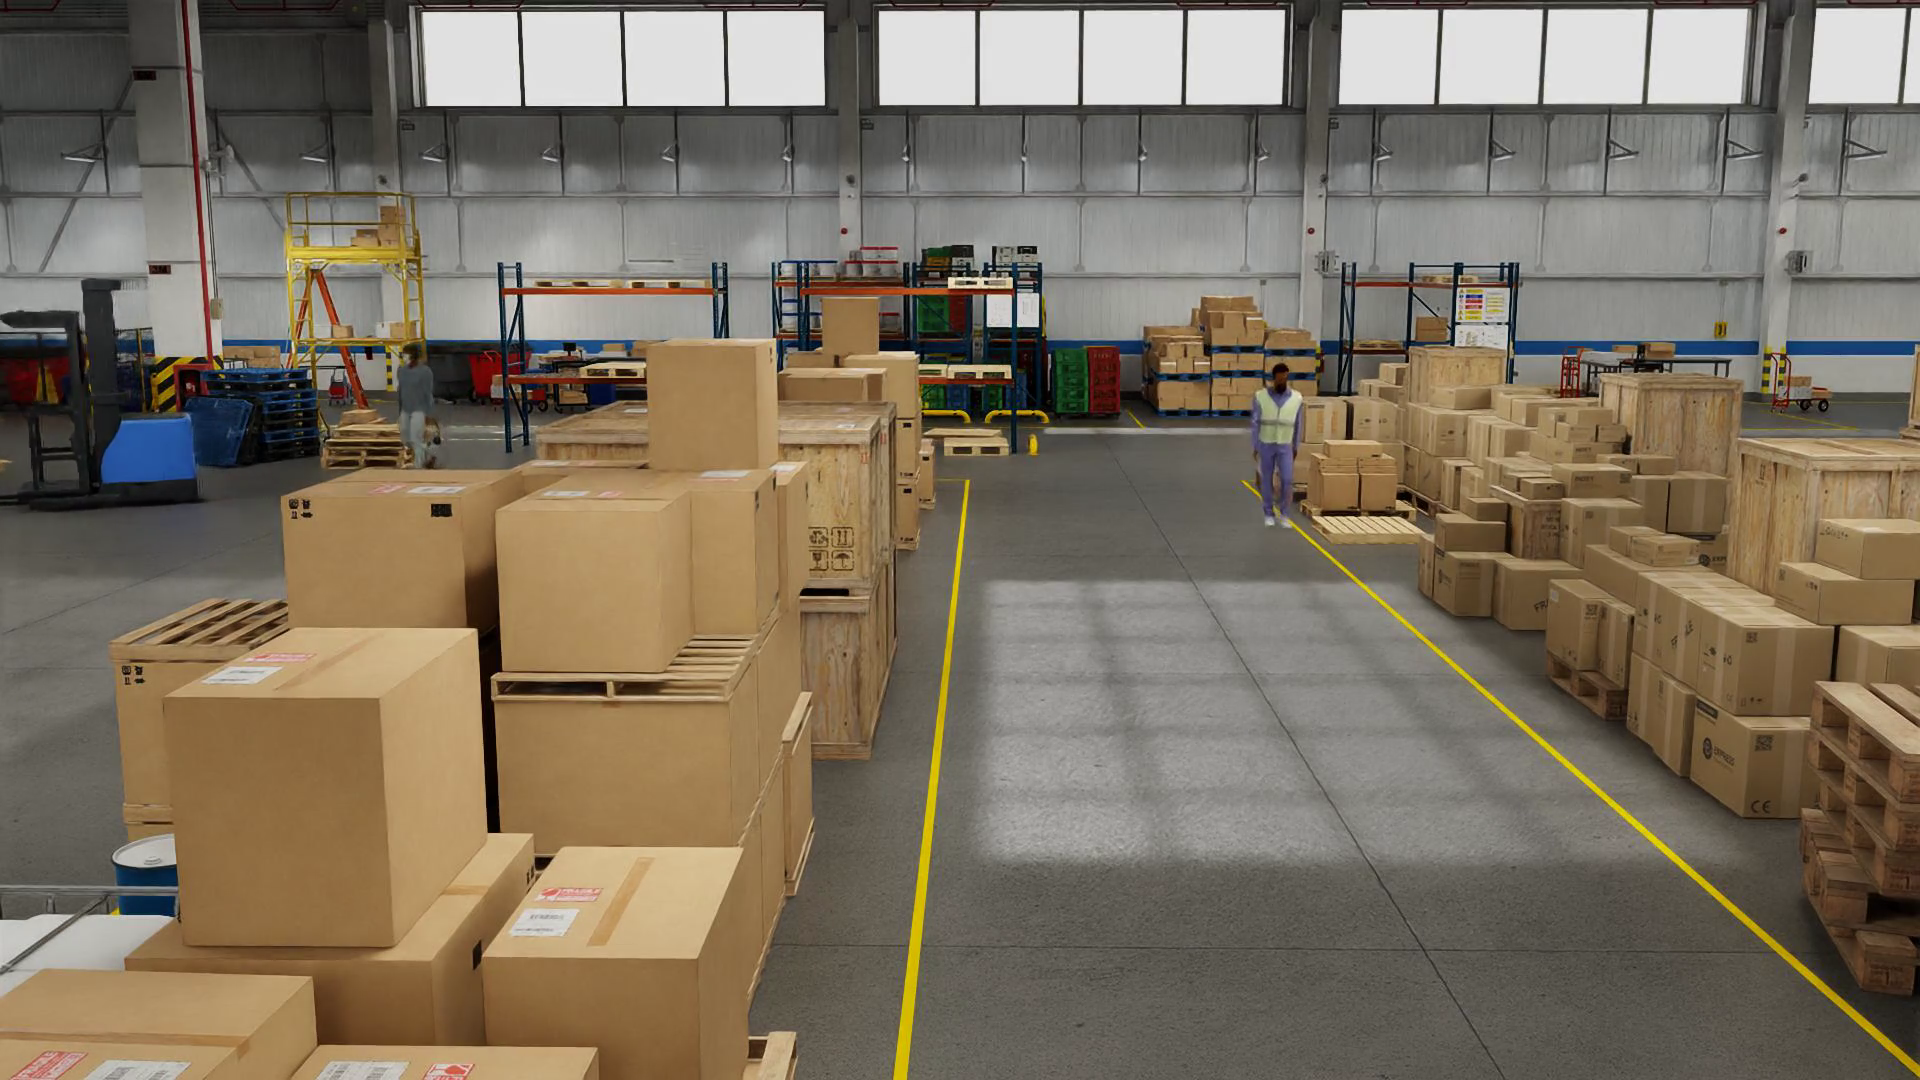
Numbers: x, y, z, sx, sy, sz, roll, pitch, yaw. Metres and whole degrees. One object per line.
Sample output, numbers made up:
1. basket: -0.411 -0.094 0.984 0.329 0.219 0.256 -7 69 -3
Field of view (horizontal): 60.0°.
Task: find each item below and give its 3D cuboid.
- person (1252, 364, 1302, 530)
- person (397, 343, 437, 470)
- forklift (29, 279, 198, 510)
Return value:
1. person: 3.612 -1.053 18.935 0.587 1.877 0.894 0 9 3
2. person: -7.548 -1.776 23.125 0.648 1.926 0.561 5 11 27
3. forklift: -10.671 -1.867 20.817 1.873 2.768 1.129 -4 10 -25
